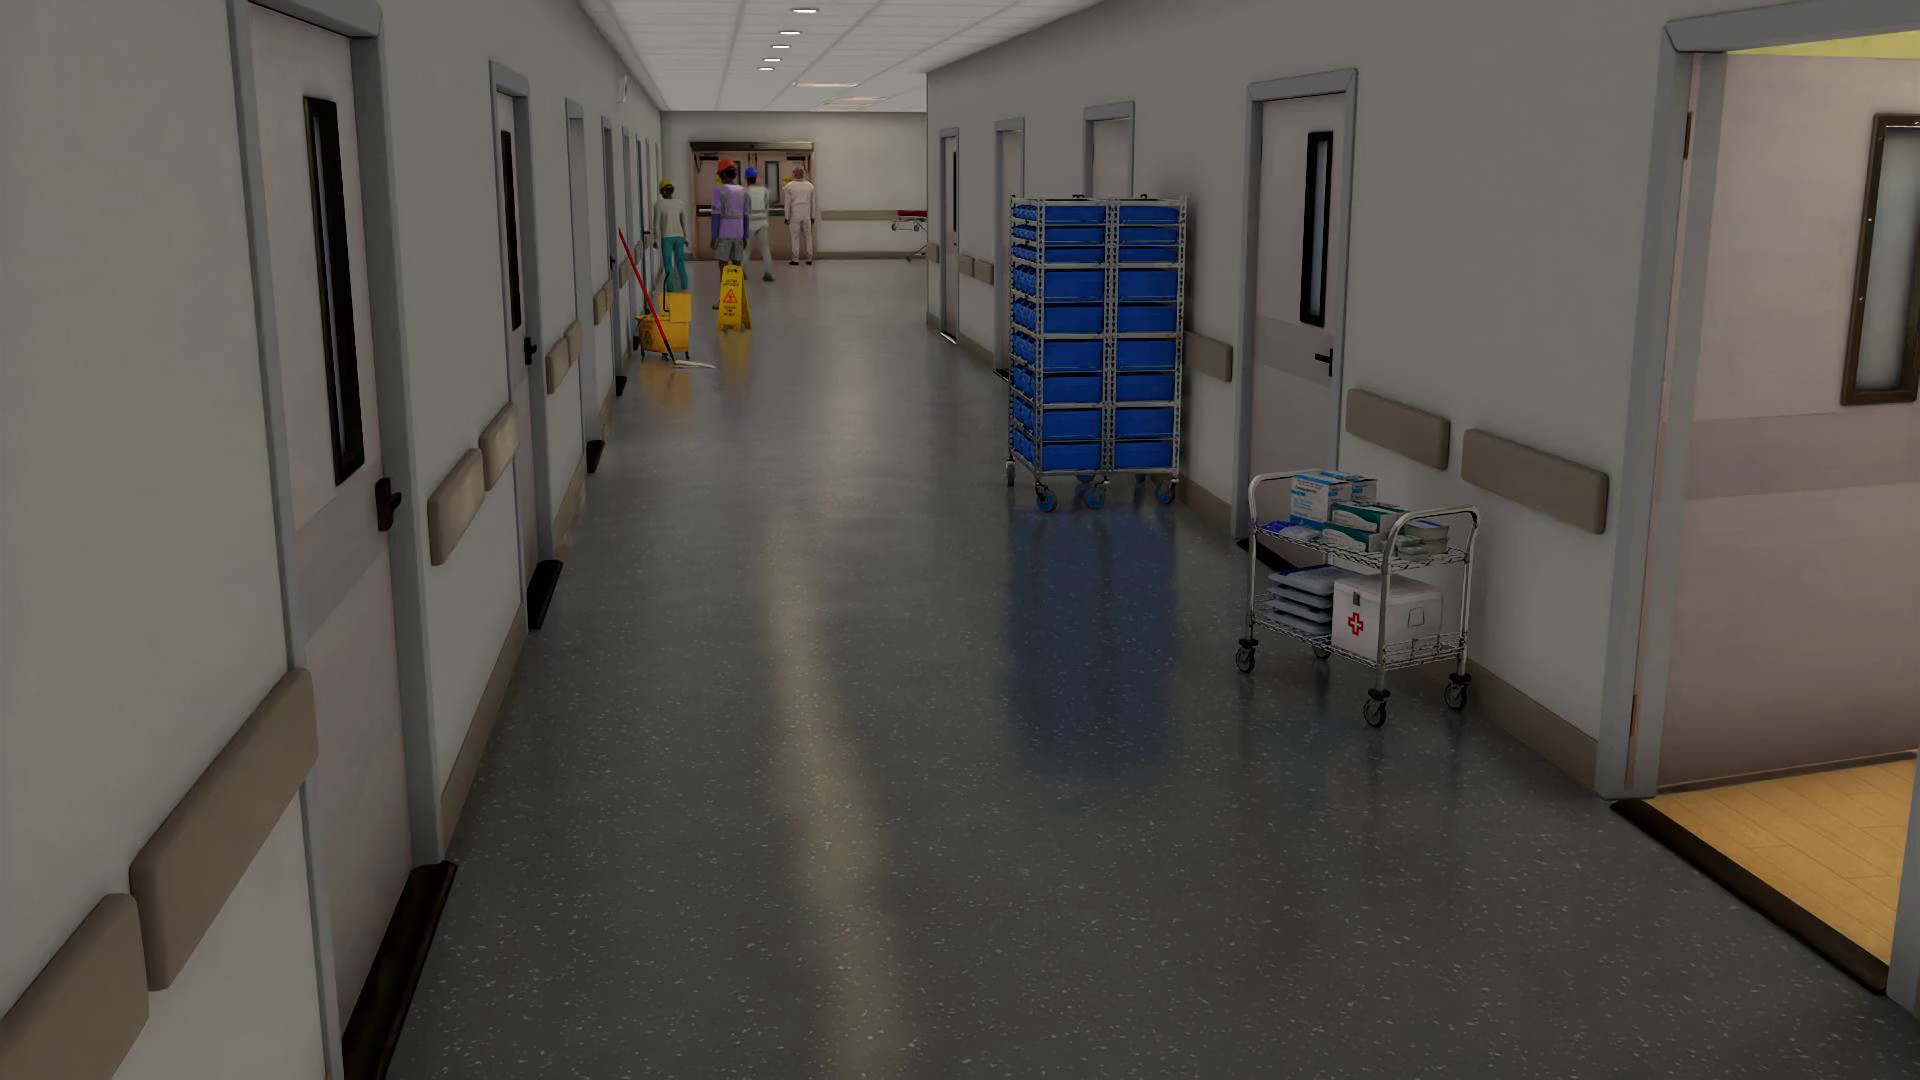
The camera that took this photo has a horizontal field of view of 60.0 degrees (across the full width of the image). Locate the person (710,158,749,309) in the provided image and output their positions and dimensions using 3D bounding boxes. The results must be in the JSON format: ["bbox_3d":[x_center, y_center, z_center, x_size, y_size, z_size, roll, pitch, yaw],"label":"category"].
[{"bbox_3d":[-3.149,-4.148,22.605,0.410,2.032,0.610,12,17,42],"label":"person"}]

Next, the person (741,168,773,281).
[{"bbox_3d":[-3.509,-5.360,28.286,0.624,1.893,1.022,-8,15,-33],"label":"person"}]

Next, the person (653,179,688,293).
[{"bbox_3d":[-4.311,-4.478,24.708,0.554,1.744,0.432,-11,17,-40],"label":"person"}]

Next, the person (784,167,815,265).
[{"bbox_3d":[-3.173,-6.385,32.807,0.645,1.907,0.400,-6,14,-25],"label":"person"}]
